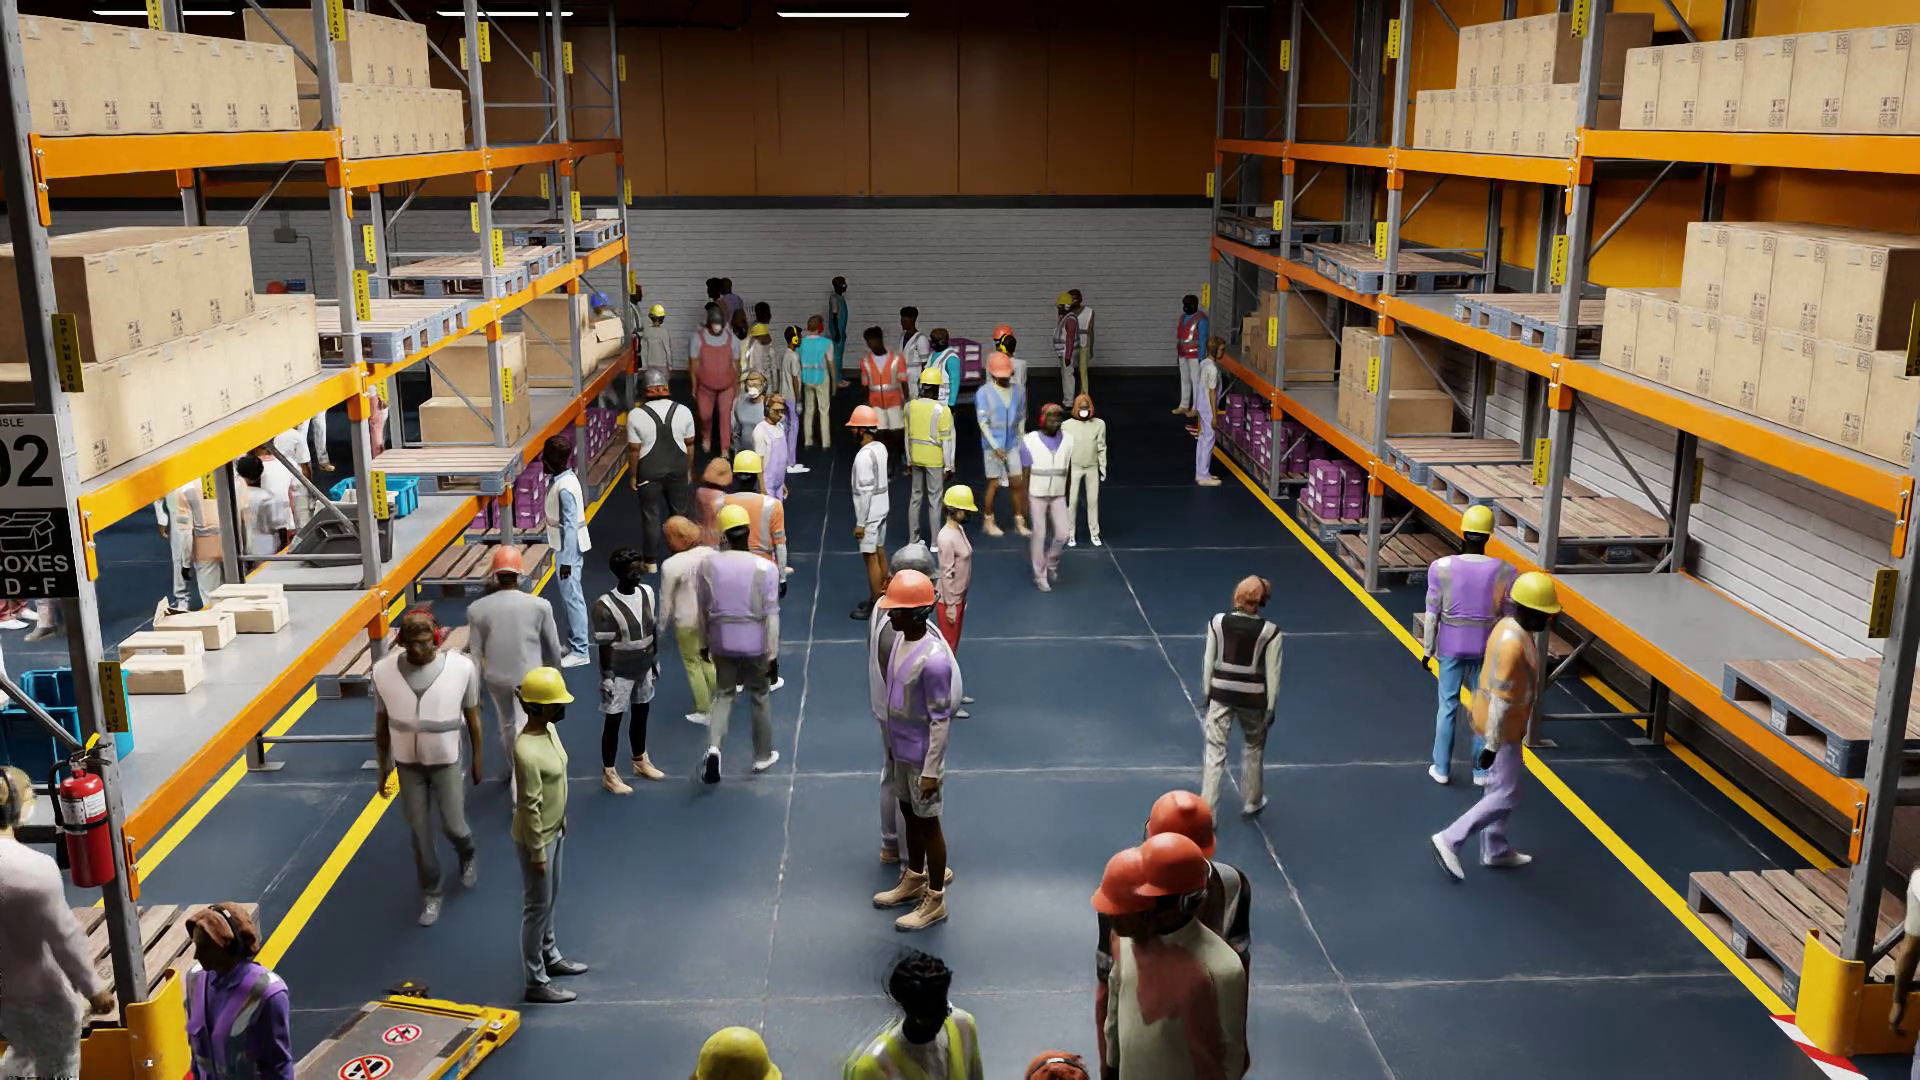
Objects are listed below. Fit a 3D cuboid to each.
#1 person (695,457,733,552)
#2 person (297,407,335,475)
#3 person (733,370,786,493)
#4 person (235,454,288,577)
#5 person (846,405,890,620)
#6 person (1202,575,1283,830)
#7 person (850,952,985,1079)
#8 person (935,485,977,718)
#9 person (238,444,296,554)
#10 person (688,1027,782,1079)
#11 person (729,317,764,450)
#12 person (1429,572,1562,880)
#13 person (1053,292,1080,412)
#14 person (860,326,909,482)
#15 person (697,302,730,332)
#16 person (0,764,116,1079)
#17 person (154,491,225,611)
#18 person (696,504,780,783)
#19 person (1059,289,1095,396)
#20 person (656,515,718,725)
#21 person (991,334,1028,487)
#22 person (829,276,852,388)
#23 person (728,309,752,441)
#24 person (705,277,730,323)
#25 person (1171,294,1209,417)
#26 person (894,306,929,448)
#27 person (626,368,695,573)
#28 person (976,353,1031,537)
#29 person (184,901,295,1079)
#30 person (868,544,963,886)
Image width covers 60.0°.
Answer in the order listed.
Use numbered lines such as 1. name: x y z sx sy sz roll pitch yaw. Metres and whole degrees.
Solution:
1. person: -2.081 0.100 14.163 0.409 1.625 0.500 -13 19 -41
2. person: -8.209 -1.740 20.969 0.429 1.836 0.630 11 18 37
3. person: -2.052 -0.760 16.905 0.635 1.939 0.361 9 17 33
4. person: -5.888 0.122 13.950 0.568 1.680 0.352 3 15 12
5. person: -0.829 -0.242 14.872 0.377 1.938 0.547 4 15 15
6. person: 1.766 1.035 10.561 0.518 1.589 0.599 6 16 24
7. person: -0.124 2.198 5.815 0.375 1.680 0.547 12 18 39
8. person: -0.031 0.449 12.514 0.323 1.764 0.523 2 14 8
9. person: -5.893 -0.055 14.211 0.409 1.907 0.598 4 15 14
10. person: -0.697 2.318 5.223 0.319 1.739 0.484 3 15 12
11. person: -2.919 -2.071 22.267 0.640 1.829 0.451 6 15 21
12. person: 3.143 1.080 9.770 0.564 1.902 0.577 2 14 8
13. person: 1.621 -2.867 25.409 0.403 1.824 0.593 -1 14 -5
14. person: -0.925 -1.686 20.595 0.662 1.921 0.422 3 15 10
15. person: -3.753 -2.807 25.450 0.538 1.688 0.322 -1 14 -3
16. person: -3.826 1.821 6.804 0.643 1.921 0.513 7 16 26
17. person: -6.898 -0.241 14.943 0.589 1.909 0.405 -6 16 -23
18. person: -1.510 0.715 11.211 0.613 1.889 0.690 2 14 8
19. person: 1.815 -2.994 25.891 0.581 1.831 0.398 6 15 21
20. person: -1.999 0.593 12.240 0.358 1.617 0.512 9 17 33
21. person: 0.599 -1.575 20.273 0.510 1.860 0.333 -9 17 -32
22. person: -2.002 -3.467 27.719 0.345 1.846 0.506 2 14 6
23. person: -3.075 -2.304 23.172 0.509 1.839 0.339 -6 16 -23
24. person: -3.828 -3.182 26.387 0.371 1.958 0.598 0 14 0
25. person: 3.468 -2.780 25.039 0.430 1.842 0.630 -8 16 -29
26. person: -0.654 -2.167 22.372 0.361 1.964 0.614 -9 17 -32
27. person: -2.980 -0.700 16.467 0.676 2.000 0.536 -7 16 -25
28. person: 0.477 -0.989 17.691 0.621 2.002 0.553 -7 16 -26
29. person: -2.668 2.113 6.245 0.519 1.633 0.311 7 16 27
30. person: -0.251 1.002 9.784 0.537 2.000 0.689 -5 15 -19
